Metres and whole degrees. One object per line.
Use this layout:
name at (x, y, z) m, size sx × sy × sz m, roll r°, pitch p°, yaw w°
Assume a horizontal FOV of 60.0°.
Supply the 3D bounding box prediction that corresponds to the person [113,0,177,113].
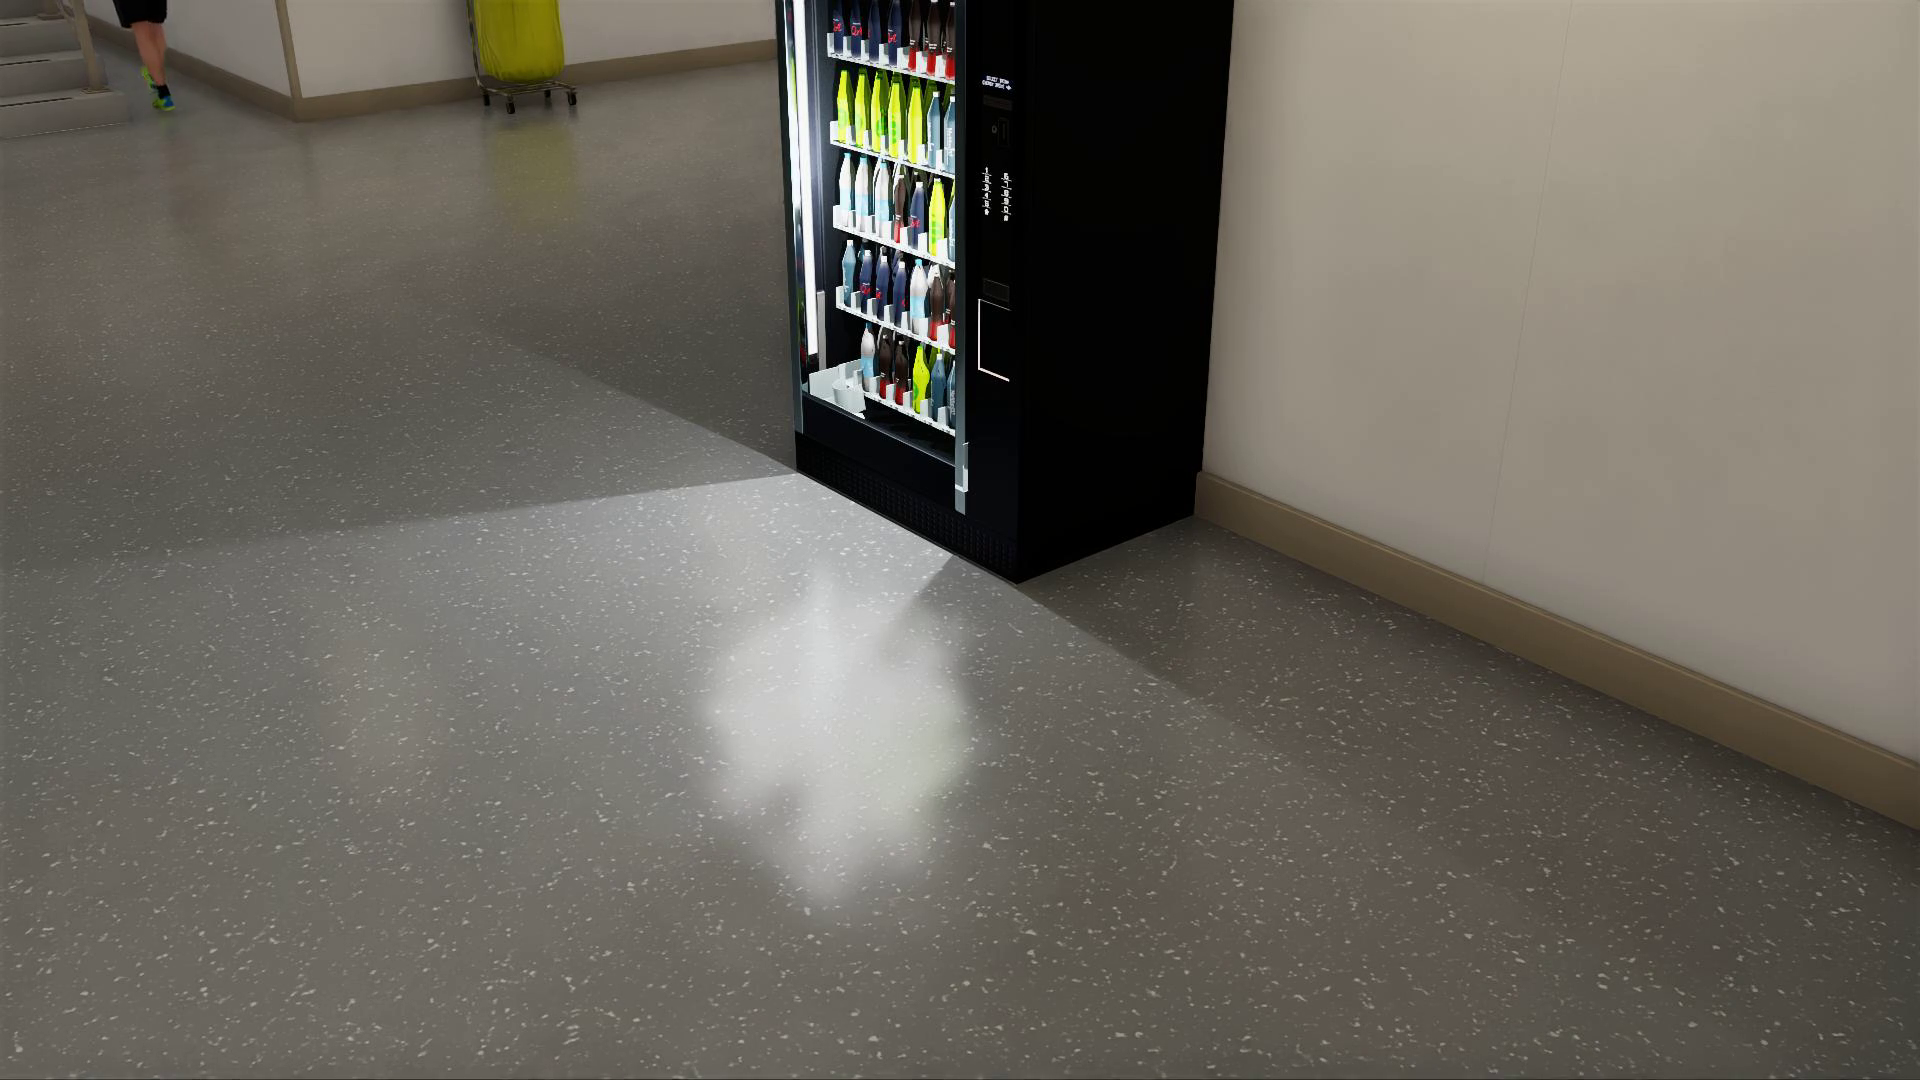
person at (-5.701, -3.905, 11.526) m, size 0.694 × 1.852 × 1.093 m, roll -21°, pitch 33°, yaw -37°
